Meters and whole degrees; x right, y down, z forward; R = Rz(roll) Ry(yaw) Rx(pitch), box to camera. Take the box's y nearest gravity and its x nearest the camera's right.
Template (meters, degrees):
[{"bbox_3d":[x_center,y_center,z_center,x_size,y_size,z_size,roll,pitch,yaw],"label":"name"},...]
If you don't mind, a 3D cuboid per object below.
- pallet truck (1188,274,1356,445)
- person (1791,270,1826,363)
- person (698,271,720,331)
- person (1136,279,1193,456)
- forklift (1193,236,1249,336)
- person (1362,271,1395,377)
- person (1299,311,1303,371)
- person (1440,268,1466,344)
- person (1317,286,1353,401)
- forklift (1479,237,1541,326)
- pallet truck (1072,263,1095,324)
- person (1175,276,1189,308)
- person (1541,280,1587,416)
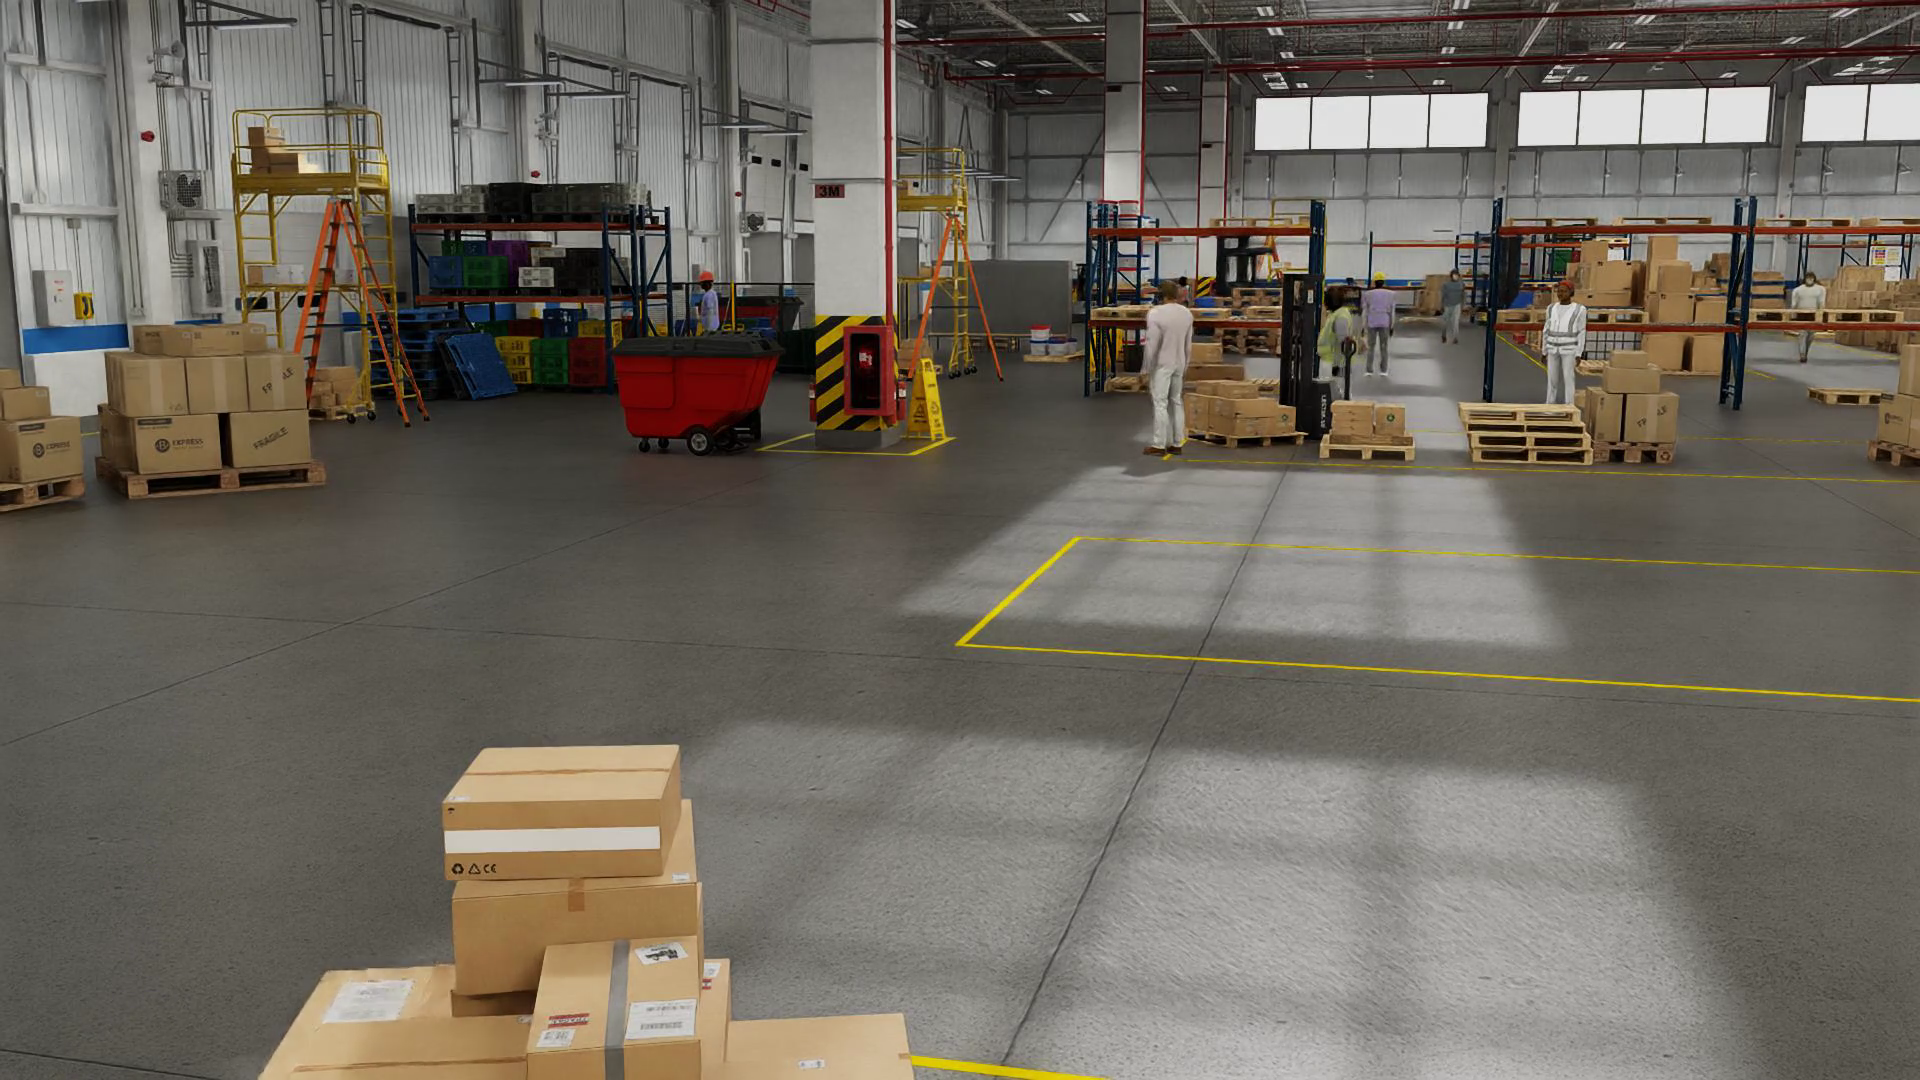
[{"bbox_3d":[3.653,-2.138,19.590,1.885,1.965,0.823,-4,10,-20],"label":"pallet truck"},{"bbox_3d":[17.684,-4.664,34.724,0.632,1.920,0.845,3,10,18],"label":"person"},{"bbox_3d":[-4.458,-3.790,29.492,0.379,1.938,0.547,0,10,0],"label":"person"},{"bbox_3d":[2.254,-1.881,18.245,0.667,1.934,0.412,-8,12,-38],"label":"person"},{"bbox_3d":[7.292,-6.862,44.808,1.129,2.768,1.873,-6,11,-32],"label":"forklift"},{"bbox_3d":[7.657,-3.949,30.461,0.590,1.925,0.381,1,10,6],"label":"person"},{"bbox_3d":[6.701,-4.091,31.871,0.483,1.735,0.342,-8,13,-40],"label":"person"},{"bbox_3d":[12.476,-5.930,42.189,0.637,1.915,0.898,0,10,1],"label":"person"},{"bbox_3d":[4.644,-2.215,20.533,0.478,1.829,0.652,1,10,8],"label":"person"},{"bbox_3d":[17.401,-8.129,52.267,1.873,2.768,1.129,2,10,14],"label":"forklift"},{"bbox_3d":[4.325,-8.180,55.162,0.823,1.965,1.885,6,11,31],"label":"pallet truck"},{"bbox_3d":[5.879,-6.069,43.642,0.453,1.682,0.541,-4,10,-20],"label":"person"},{"bbox_3d":[7.893,-2.457,21.810,0.356,1.882,0.574,-9,13,-42],"label":"person"}]
